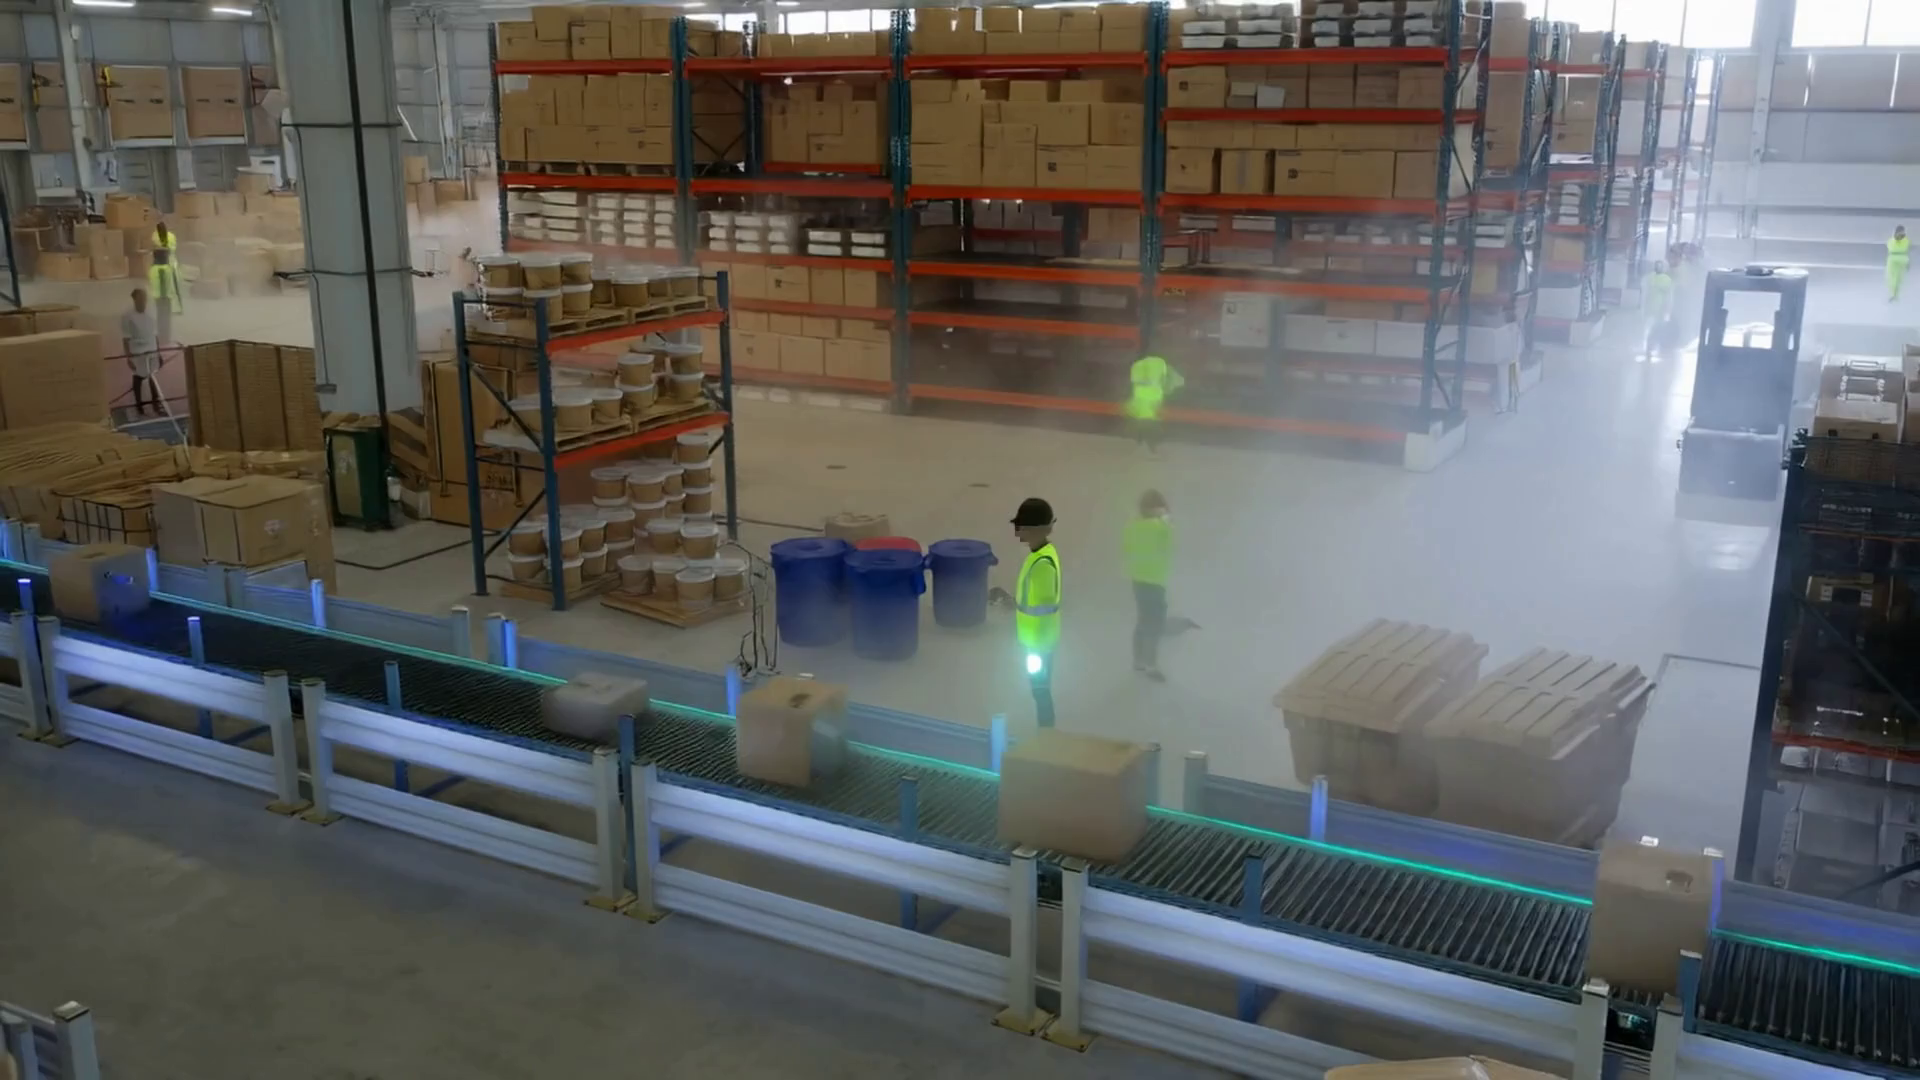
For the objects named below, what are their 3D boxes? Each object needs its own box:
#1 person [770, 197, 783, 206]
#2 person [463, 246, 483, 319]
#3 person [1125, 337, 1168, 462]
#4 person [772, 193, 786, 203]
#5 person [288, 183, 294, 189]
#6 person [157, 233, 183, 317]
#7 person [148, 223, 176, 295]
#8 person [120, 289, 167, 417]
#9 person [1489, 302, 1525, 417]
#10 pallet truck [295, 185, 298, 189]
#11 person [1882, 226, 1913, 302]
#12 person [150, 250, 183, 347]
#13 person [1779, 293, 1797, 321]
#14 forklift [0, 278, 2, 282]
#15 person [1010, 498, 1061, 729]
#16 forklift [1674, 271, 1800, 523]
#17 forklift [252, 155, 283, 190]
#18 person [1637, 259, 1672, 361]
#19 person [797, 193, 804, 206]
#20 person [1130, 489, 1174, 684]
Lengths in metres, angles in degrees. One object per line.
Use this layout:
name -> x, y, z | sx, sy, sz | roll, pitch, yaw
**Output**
person -> -5.807, -10.096, 52.969 | 0.651, 1.878, 1.032 | 5, 16, 19
person -> -10.877, -5.740, 37.064 | 0.376, 1.623, 0.543 | 0, 15, 0
person -> 2.504, -1.921, 22.622 | 0.643, 1.657, 0.697 | -11, 19, -36
person -> -5.940, -10.770, 55.576 | 0.633, 1.842, 0.429 | 2, 15, 6
person -> -23.463, -11.581, 58.454 | 0.379, 1.933, 0.629 | 6, 16, 22
person -> -17.809, -5.962, 37.457 | 0.328, 1.868, 0.509 | 8, 17, 28
person -> -19.699, -6.913, 41.116 | 0.639, 1.820, 0.444 | -3, 15, -12
person -> -12.652, -2.910, 25.792 | 0.371, 1.963, 0.608 | 10, 18, 34
person -> 8.478, -2.797, 25.749 | 0.530, 1.768, 0.312 | -8, 17, -29
pallet truck -> -26.804, -14.617, 69.738 | 1.885, 1.965, 0.823 | -14, 20, -42
person -> 22.581, -6.644, 40.093 | 0.593, 1.828, 0.455 | 8, 17, 29
person -> -15.824, -4.795, 33.008 | 0.407, 1.906, 0.642 | -12, 19, -39
person -> 15.646, -4.242, 31.436 | 0.287, 1.632, 0.501 | 4, 15, 14
forklift -> -26.400, -8.041, 43.328 | 1.129, 2.768, 1.873 | 8, 17, 28
person -> 0.543, 0.694, 12.093 | 0.377, 2.045, 0.605 | 0, 15, 1
forklift -> 9.269, -1.763, 19.726 | 1.129, 2.768, 1.873 | 8, 17, 27
forklift -> -24.902, -12.492, 60.060 | 1.873, 2.768, 1.129 | 13, 20, 40
person -> 13.043, -4.306, 31.176 | 0.398, 1.899, 0.649 | -9, 17, -29
person -> -5.202, -10.920, 55.902 | 0.620, 1.971, 0.566 | -1, 15, -4
person -> 1.665, 0.389, 14.074 | 0.348, 1.607, 0.656 | -9, 17, -30
